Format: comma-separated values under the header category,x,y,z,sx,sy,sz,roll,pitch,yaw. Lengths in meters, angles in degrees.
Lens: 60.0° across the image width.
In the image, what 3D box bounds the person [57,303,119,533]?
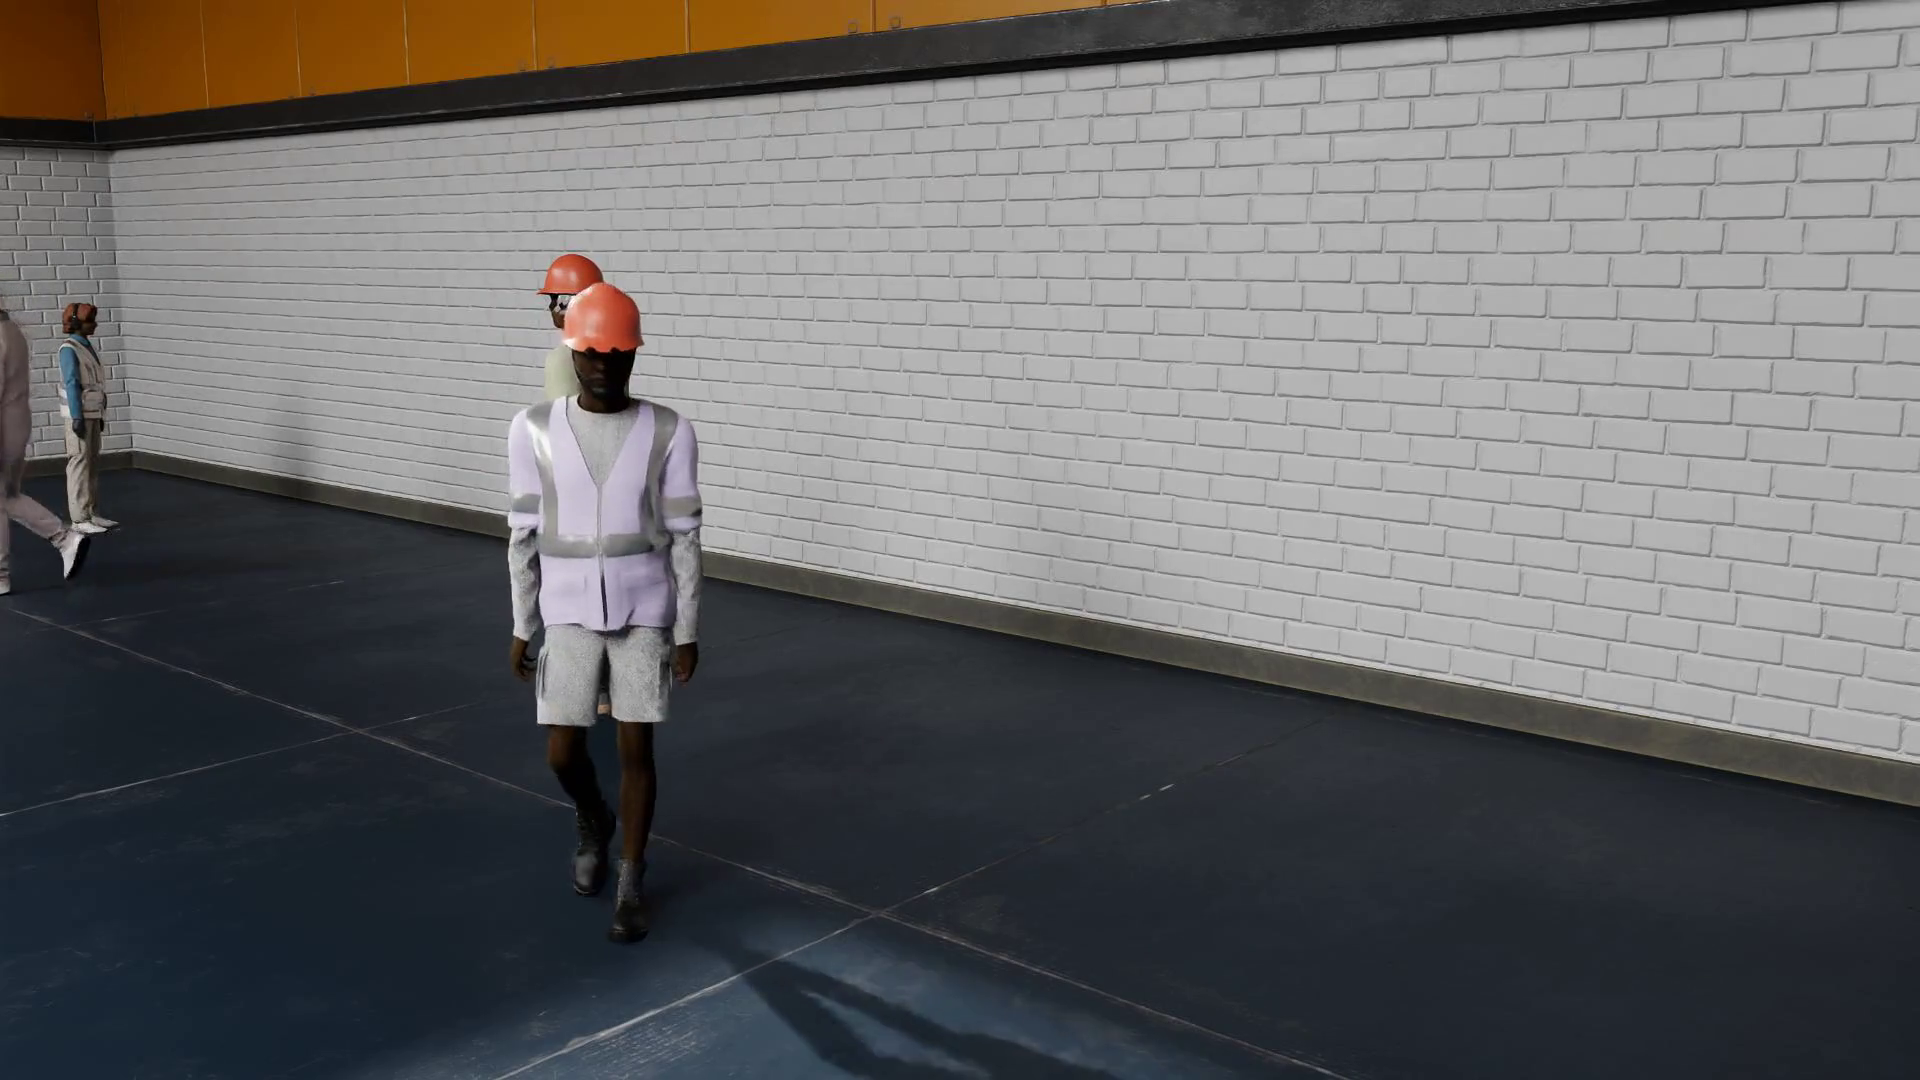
category,x,y,z,sx,sy,sz,roll,pitch,yaw
person,-6.254,-0.870,11.883,0.310,1.636,0.522,-2,10,-12

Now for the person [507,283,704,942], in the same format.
category,x,y,z,sx,sy,sz,roll,pitch,yaw
person,-1.036,0.215,4.885,0.574,1.924,0.454,-1,10,-8

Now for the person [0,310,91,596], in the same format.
category,x,y,z,sx,sy,sz,roll,pitch,yaw
person,-5.527,-0.603,9.631,0.638,1.886,0.668,-3,10,-17

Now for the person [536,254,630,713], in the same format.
category,x,y,z,sx,sy,sz,roll,pitch,yaw
person,-1.640,-0.240,7.279,0.381,1.994,0.615,2,10,13
